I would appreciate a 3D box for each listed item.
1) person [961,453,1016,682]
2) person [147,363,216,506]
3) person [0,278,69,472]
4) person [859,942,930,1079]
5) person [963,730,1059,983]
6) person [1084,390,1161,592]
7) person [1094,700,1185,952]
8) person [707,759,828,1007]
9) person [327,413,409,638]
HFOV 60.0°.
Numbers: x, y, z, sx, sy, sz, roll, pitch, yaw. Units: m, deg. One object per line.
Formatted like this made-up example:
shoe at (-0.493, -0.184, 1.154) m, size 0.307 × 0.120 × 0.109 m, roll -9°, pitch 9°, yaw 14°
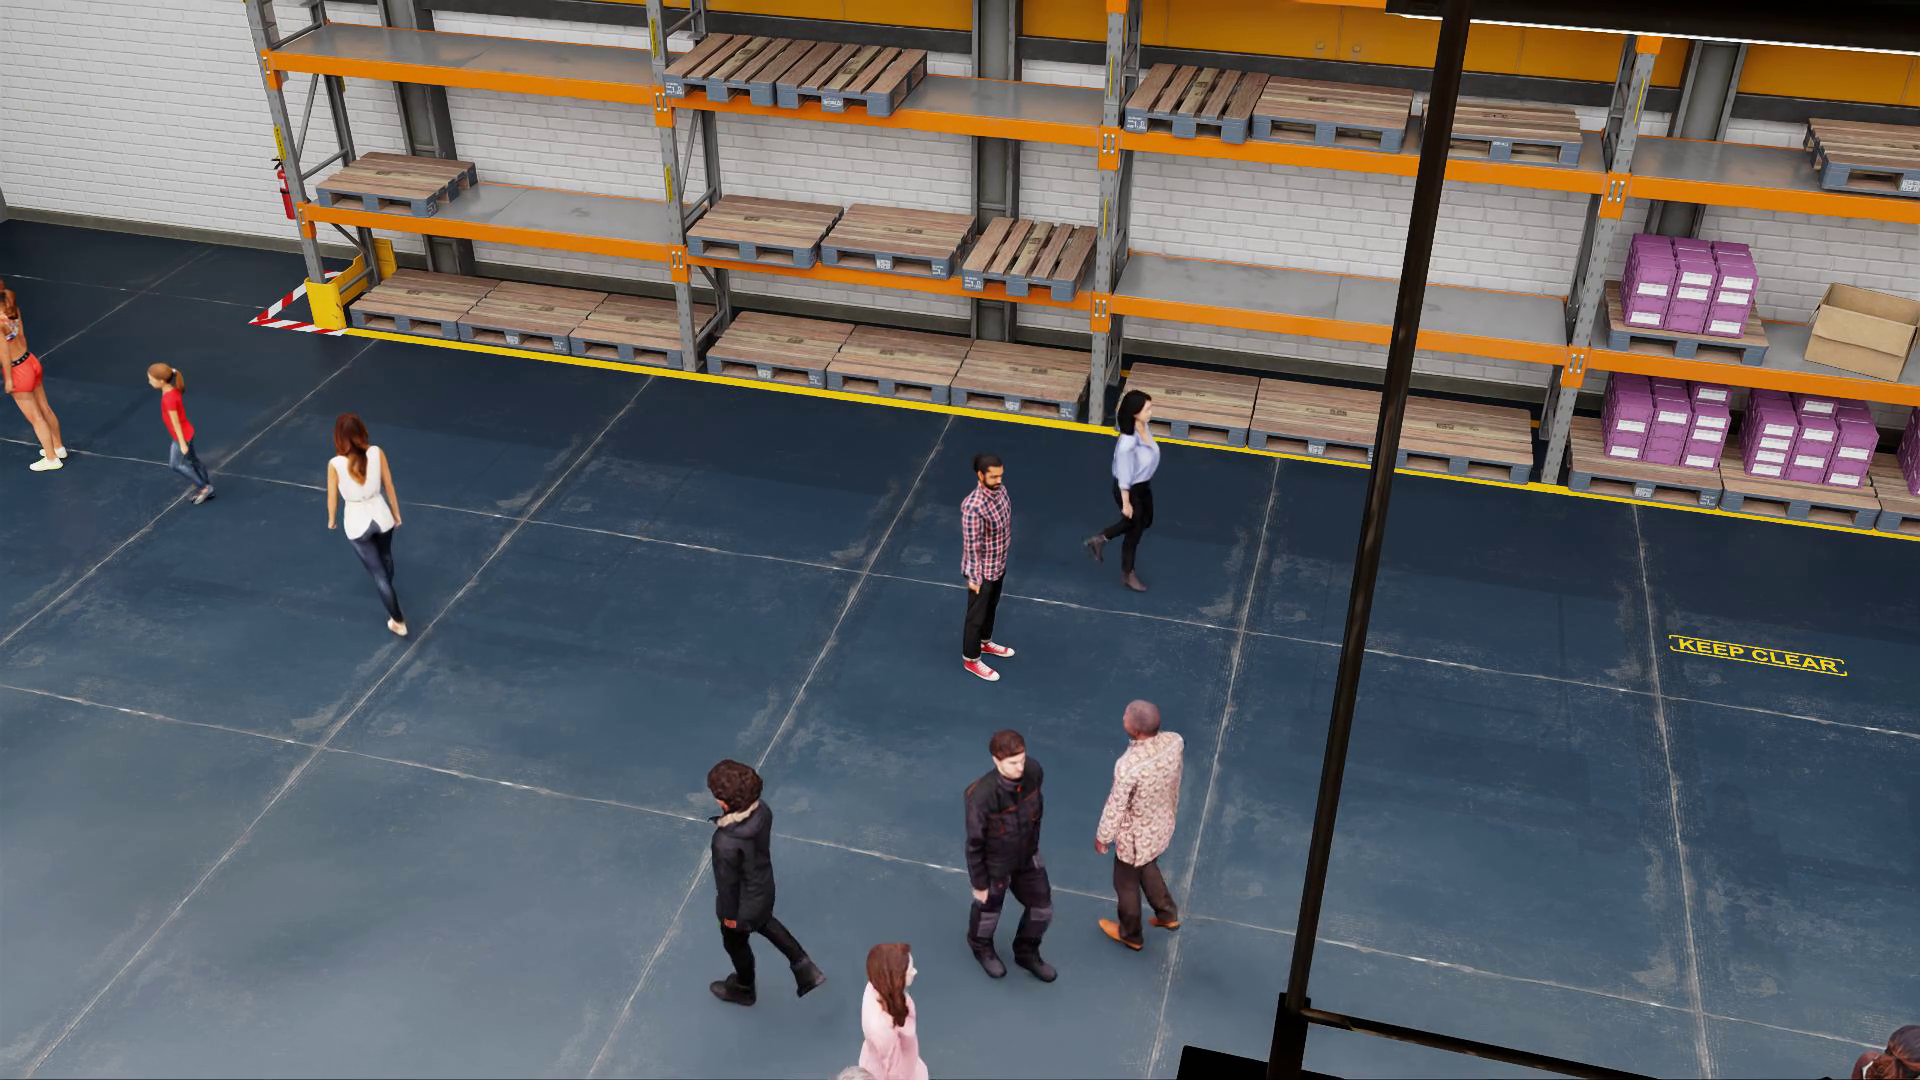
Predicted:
person at (0.179, 0.157, 11.847) m, size 0.634 × 1.761 × 0.724 m, roll 14°, pitch 36°, yaw 20°
person at (-6.397, -0.882, 13.826) m, size 0.639 × 1.300 × 0.598 m, roll -12°, pitch 35°, yaw -17°
person at (-8.012, -1.433, 14.211) m, size 0.658 × 1.791 × 0.640 m, roll -2°, pitch 34°, yaw -2°
person at (-0.431, 2.634, 8.115) m, size 1.103 × 1.766 × 0.734 m, roll 1°, pitch 34°, yaw 2°
person at (0.197, 1.739, 9.410) m, size 0.921 × 1.823 × 0.964 m, roll -25°, pitch 41°, yaw -32°
person at (1.228, -0.383, 12.684) m, size 0.854 × 1.732 × 0.743 m, roll 15°, pitch 37°, yaw 22°
person at (1.097, 1.694, 9.506) m, size 0.868 × 1.791 × 0.837 m, roll 29°, pitch 43°, yaw 36°
person at (-1.106, 1.951, 9.144) m, size 0.951 × 1.764 × 0.667 m, roll 12°, pitch 35°, yaw 17°
person at (-4.285, -0.060, 12.181) m, size 0.966 × 1.752 × 1.120 m, roll -27°, pitch 42°, yaw -34°
